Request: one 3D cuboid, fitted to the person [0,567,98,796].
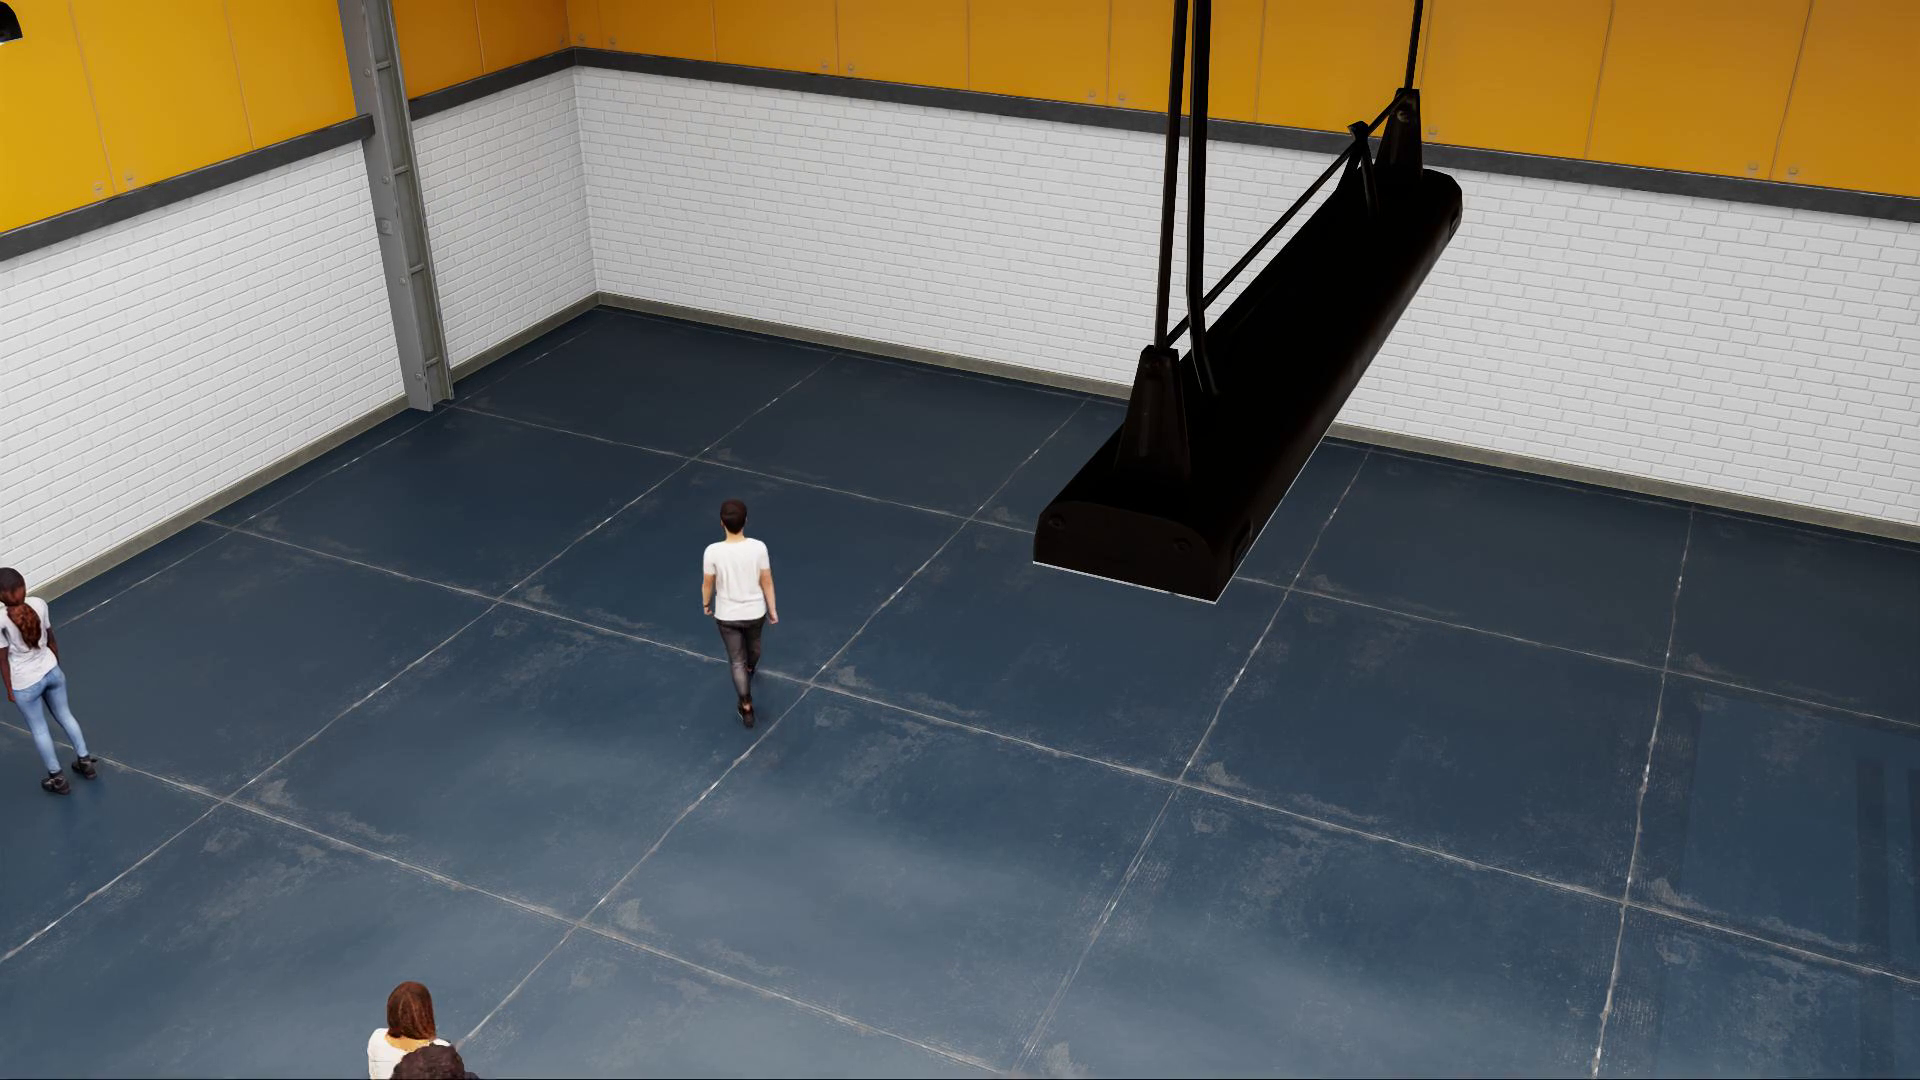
[{"bbox_3d":[-6.304,0.952,11.358,0.618,1.721,0.438,13,31,22],"label":"person"}]

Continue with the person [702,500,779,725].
[{"bbox_3d":[-1.597,0.551,12.133,1.077,1.682,1.162,-8,30,-15],"label":"person"}]

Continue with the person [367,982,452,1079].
[{"bbox_3d":[-2.606,2.854,7.939,0.750,1.655,0.987,6,29,11],"label":"person"}]

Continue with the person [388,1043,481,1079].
[{"bbox_3d":[-2.160,2.972,7.599,0.793,1.774,0.704,12,31,22],"label":"person"}]
